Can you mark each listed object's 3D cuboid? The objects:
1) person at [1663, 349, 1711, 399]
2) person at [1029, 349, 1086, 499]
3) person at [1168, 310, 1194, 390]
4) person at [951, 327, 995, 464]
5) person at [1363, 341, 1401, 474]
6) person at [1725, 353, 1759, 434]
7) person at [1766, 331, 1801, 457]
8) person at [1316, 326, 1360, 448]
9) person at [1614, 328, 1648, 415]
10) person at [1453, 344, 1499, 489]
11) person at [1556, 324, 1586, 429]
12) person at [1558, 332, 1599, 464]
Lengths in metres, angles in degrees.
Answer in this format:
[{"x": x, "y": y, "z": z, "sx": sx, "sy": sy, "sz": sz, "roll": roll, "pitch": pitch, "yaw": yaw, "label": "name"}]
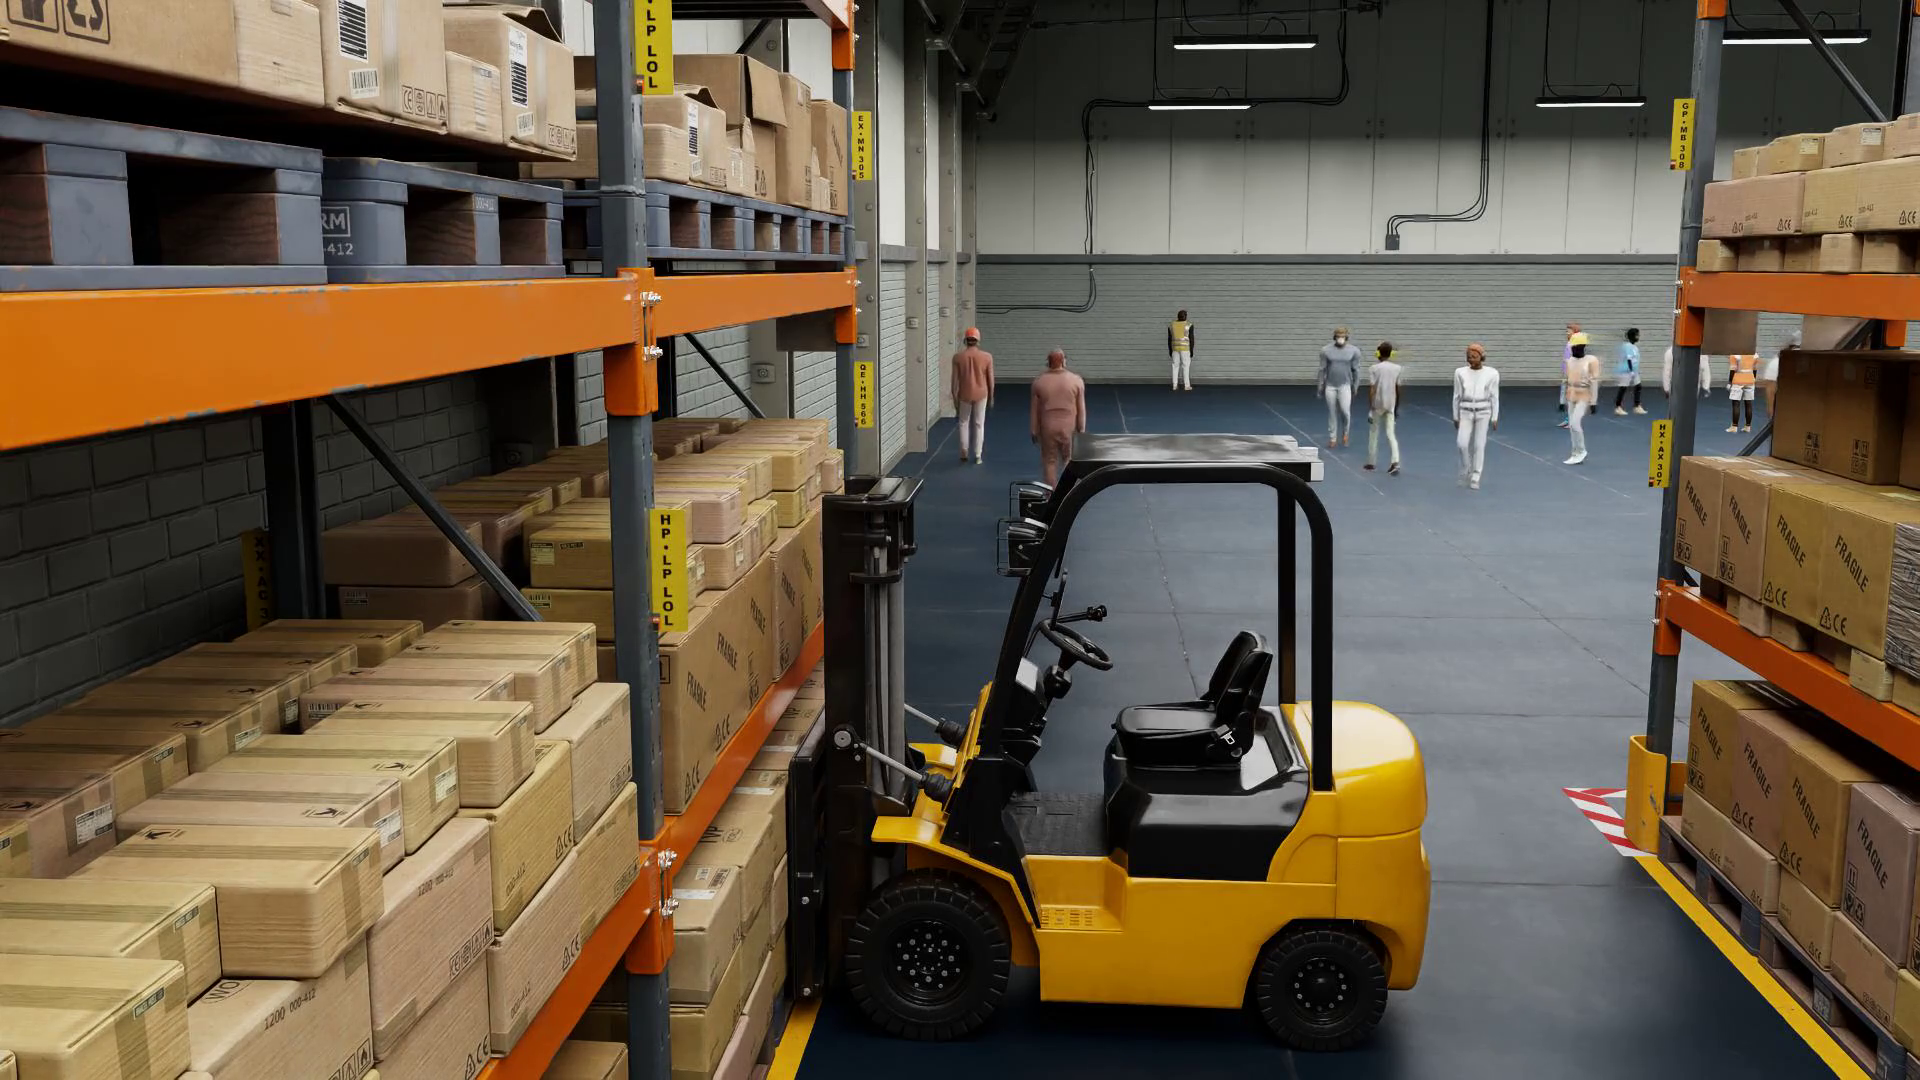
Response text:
[{"x": 11.556, "y": -2.417, "z": 26.426, "sx": 0.660, "sy": 1.856, "sz": 0.968, "roll": 2, "pitch": 10, "yaw": 10, "label": "person"}, {"x": 1.147, "y": -1.302, "z": 19.573, "sx": 0.672, "sy": 1.892, "sz": 0.419, "roll": 1, "pitch": 9, "yaw": 5, "label": "person"}, {"x": 5.107, "y": -4.377, "z": 38.367, "sx": 0.624, "sy": 1.845, "sz": 0.430, "roll": 5, "pitch": 11, "yaw": 28, "label": "person"}, {"x": 0.198, "y": -2.098, "z": 24.176, "sx": 0.631, "sy": 1.973, "sz": 0.626, "roll": 1, "pitch": 9, "yaw": 3, "label": "person"}, {"x": 5.879, "y": -1.827, "z": 22.969, "sx": 0.534, "sy": 1.832, "sz": 0.943, "roll": -2, "pitch": 10, "yaw": -10, "label": "person"}, {"x": 13.355, "y": -2.661, "z": 28.407, "sx": 0.532, "sy": 1.697, "sz": 0.319, "roll": -2, "pitch": 9, "yaw": -9, "label": "person"}, {"x": 11.332, "y": -1.881, "z": 22.638, "sx": 0.699, "sy": 2.000, "sz": 1.037, "roll": 2, "pitch": 10, "yaw": 10, "label": "person"}, {"x": 5.901, "y": -2.374, "z": 26.011, "sx": 0.649, "sy": 1.921, "sz": 0.558, "roll": 3, "pitch": 10, "yaw": 18, "label": "person"}, {"x": 12.877, "y": -3.199, "z": 31.743, "sx": 0.706, "sy": 1.673, "sz": 0.542, "roll": 8, "pitch": 12, "yaw": 40, "label": "person"}, {"x": 6.598, "y": -1.575, "z": 21.295, "sx": 0.590, "sy": 1.867, "sz": 0.440, "roll": 4, "pitch": 10, "yaw": 23, "label": "person"}, {"x": 10.799, "y": -2.876, "z": 29.264, "sx": 0.376, "sy": 1.841, "sz": 0.572, "roll": -1, "pitch": 9, "yaw": -3, "label": "person"}, {"x": 8.854, "y": -2.021, "z": 23.882, "sx": 0.444, "sy": 1.906, "sz": 0.609, "roll": -4, "pitch": 10, "yaw": -22, "label": "person"}]
